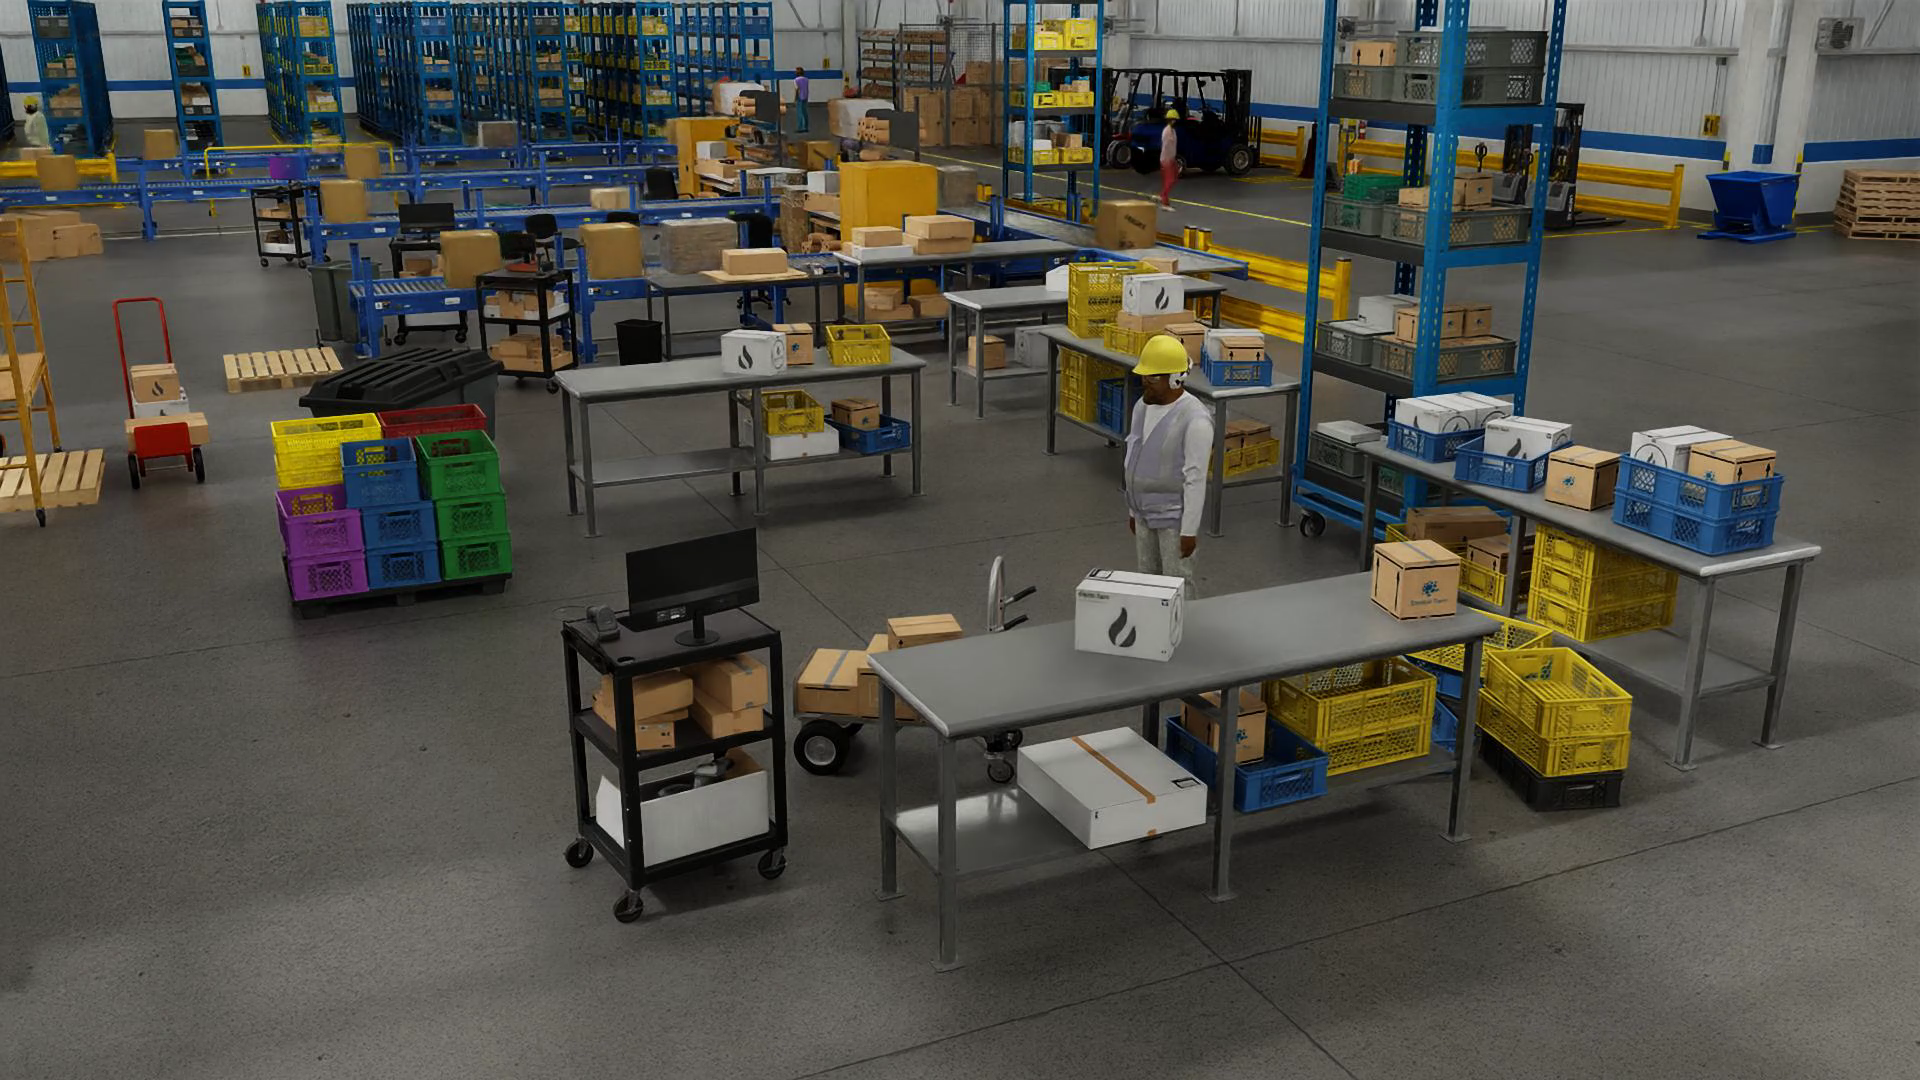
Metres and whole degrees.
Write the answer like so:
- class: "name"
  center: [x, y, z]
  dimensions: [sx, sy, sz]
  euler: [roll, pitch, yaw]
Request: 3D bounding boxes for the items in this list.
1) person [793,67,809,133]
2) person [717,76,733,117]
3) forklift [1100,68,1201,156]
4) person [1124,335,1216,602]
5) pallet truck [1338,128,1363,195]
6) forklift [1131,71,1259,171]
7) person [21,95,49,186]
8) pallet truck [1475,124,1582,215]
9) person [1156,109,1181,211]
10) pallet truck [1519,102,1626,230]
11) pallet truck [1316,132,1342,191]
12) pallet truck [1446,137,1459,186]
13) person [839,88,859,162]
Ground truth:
- class: "person"
  center: [-4.580, -12.714, 48.064]
  dimensions: [0.389, 1.846, 0.566]
  euler: [13, 22, 35]
- class: "person"
  center: [-5.540, -9.815, 38.781]
  dimensions: [1.049, 1.955, 0.602]
  euler: [-2, 18, -6]
- class: "forklift"
  center: [4.082, -9.564, 37.410]
  dimensions: [2.680, 1.987, 1.157]
  euler: [-8, 19, -23]
- class: "person"
  center: [1.037, -0.145, 8.518]
  dimensions: [0.404, 1.824, 0.586]
  euler: [-10, 20, -28]
- class: "pallet truck"
  center: [7.845, -7.140, 31.411]
  dimensions: [1.522, 1.261, 0.704]
  euler: [-9, 20, -25]
- class: "forklift"
  center: [4.998, -8.936, 35.413]
  dimensions: [2.680, 1.987, 1.157]
  euler: [-9, 20, -25]
- class: "person"
  center: [-17.994, -7.786, 32.592]
  dimensions: [0.582, 1.814, 0.600]
  euler: [-15, 23, -40]
- class: "pallet truck"
  center: [9.707, -6.455, 28.103]
  dimensions: [1.885, 1.965, 0.823]
  euler: [-7, 19, -20]
- class: "person"
  center: [3.661, -6.633, 29.057]
  dimensions: [0.362, 1.755, 0.537]
  euler: [10, 20, 28]
- class: "pallet truck"
  center: [9.972, -6.037, 26.785]
  dimensions: [1.885, 1.965, 0.823]
  euler: [-9, 20, -25]
- class: "pallet truck"
  center: [7.723, -7.504, 32.656]
  dimensions: [1.601, 1.201, 0.680]
  euler: [-8, 19, -23]
- class: "pallet truck"
  center: [9.184, -6.485, 29.328]
  dimensions: [1.630, 1.274, 0.653]
  euler: [-8, 19, -23]
- class: "person"
  center: [-2.094, -7.595, 31.717]
  dimensions: [0.632, 1.980, 1.062]
  euler: [-11, 21, -30]
